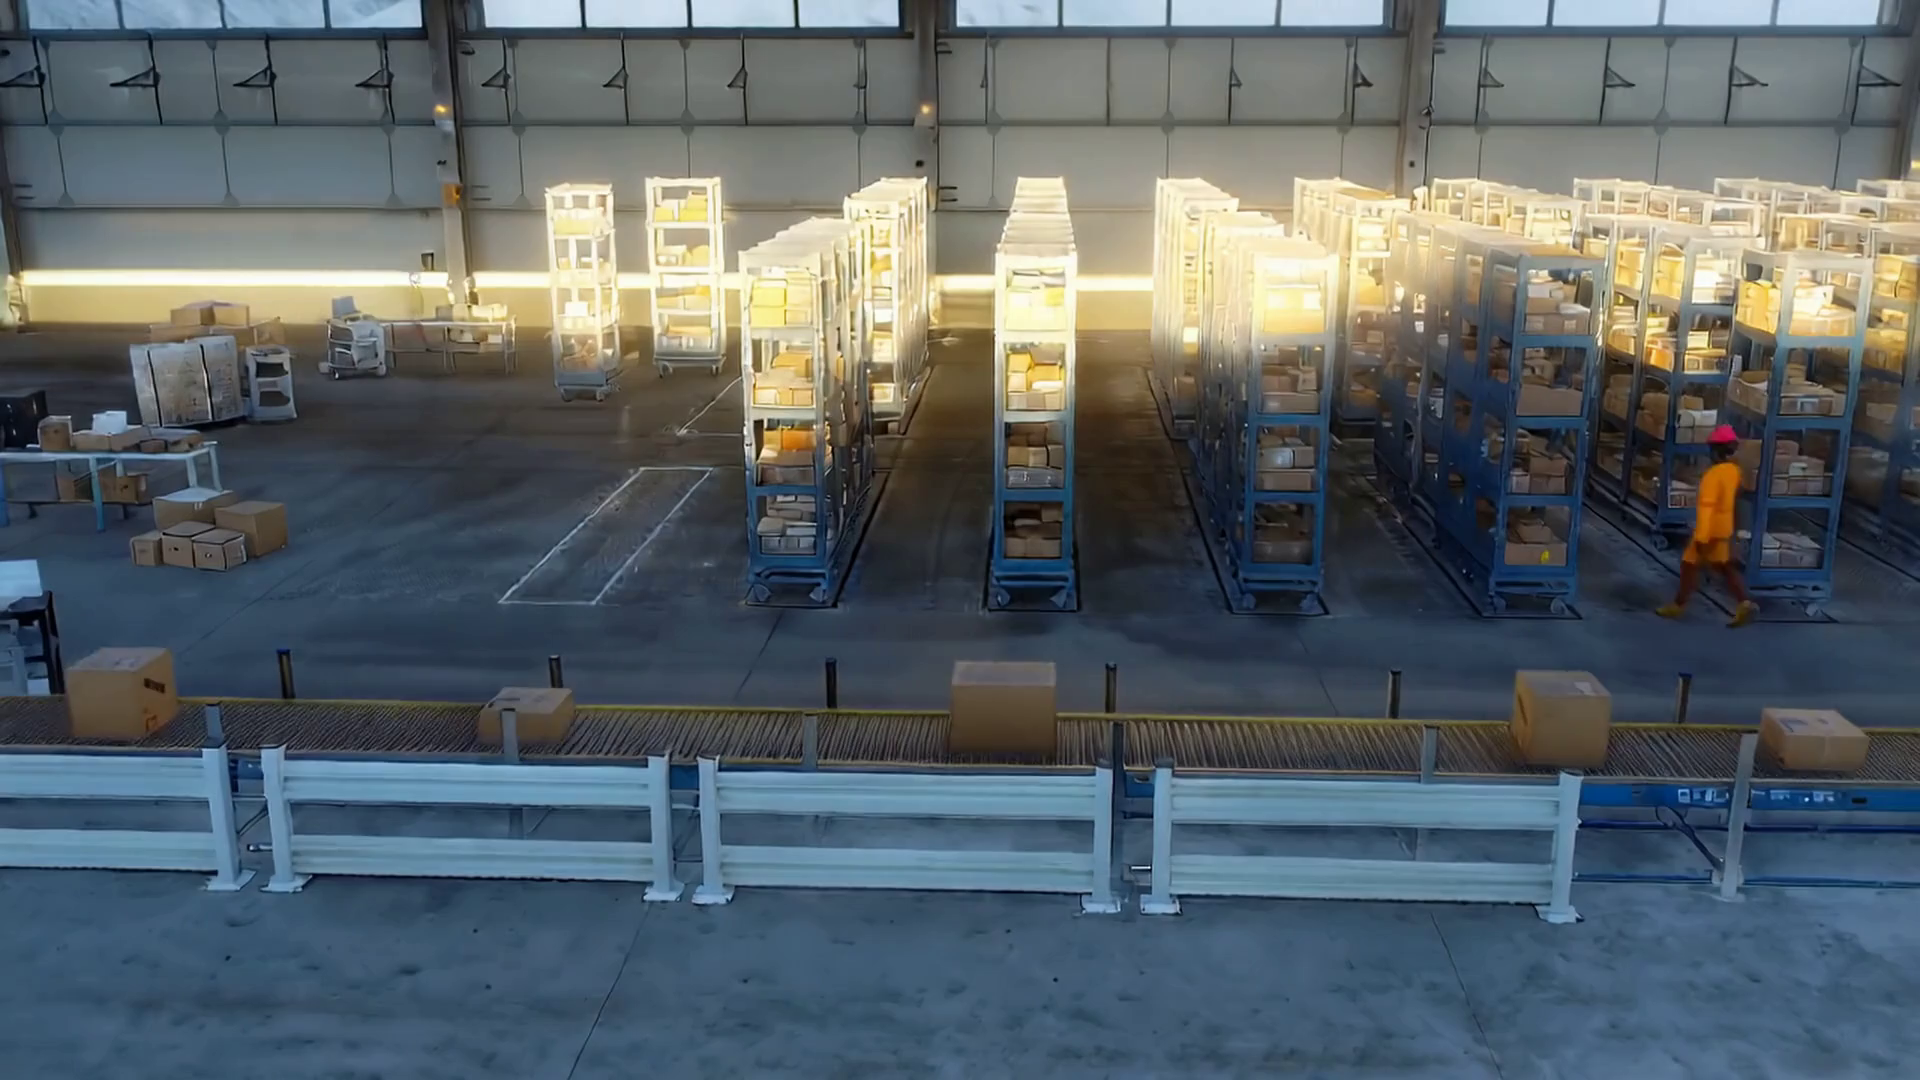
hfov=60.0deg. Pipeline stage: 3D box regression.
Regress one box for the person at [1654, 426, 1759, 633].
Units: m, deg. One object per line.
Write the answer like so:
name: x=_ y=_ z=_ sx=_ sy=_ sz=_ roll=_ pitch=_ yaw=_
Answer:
person: x=7.360 y=-0.096 z=16.128 sx=0.634 sy=2.003 sz=0.946 roll=-11 pitch=18 yaw=-34

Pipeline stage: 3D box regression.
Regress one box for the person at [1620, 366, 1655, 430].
person: x=10.017 y=-2.252 z=24.478 sx=0.604 sy=1.803 sz=0.451 roll=-11 pitch=18 yaw=-34

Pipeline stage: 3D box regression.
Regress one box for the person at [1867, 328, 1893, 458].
person: x=12.678 y=-2.014 z=23.240 sx=0.400 sy=1.989 sz=0.623 roll=-5 pitch=16 yaw=-18

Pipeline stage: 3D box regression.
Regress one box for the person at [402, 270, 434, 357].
person: x=-10.708 y=-4.468 z=32.887 sx=0.886 sy=1.697 sz=0.590 roll=4 pitch=16 yaw=14
